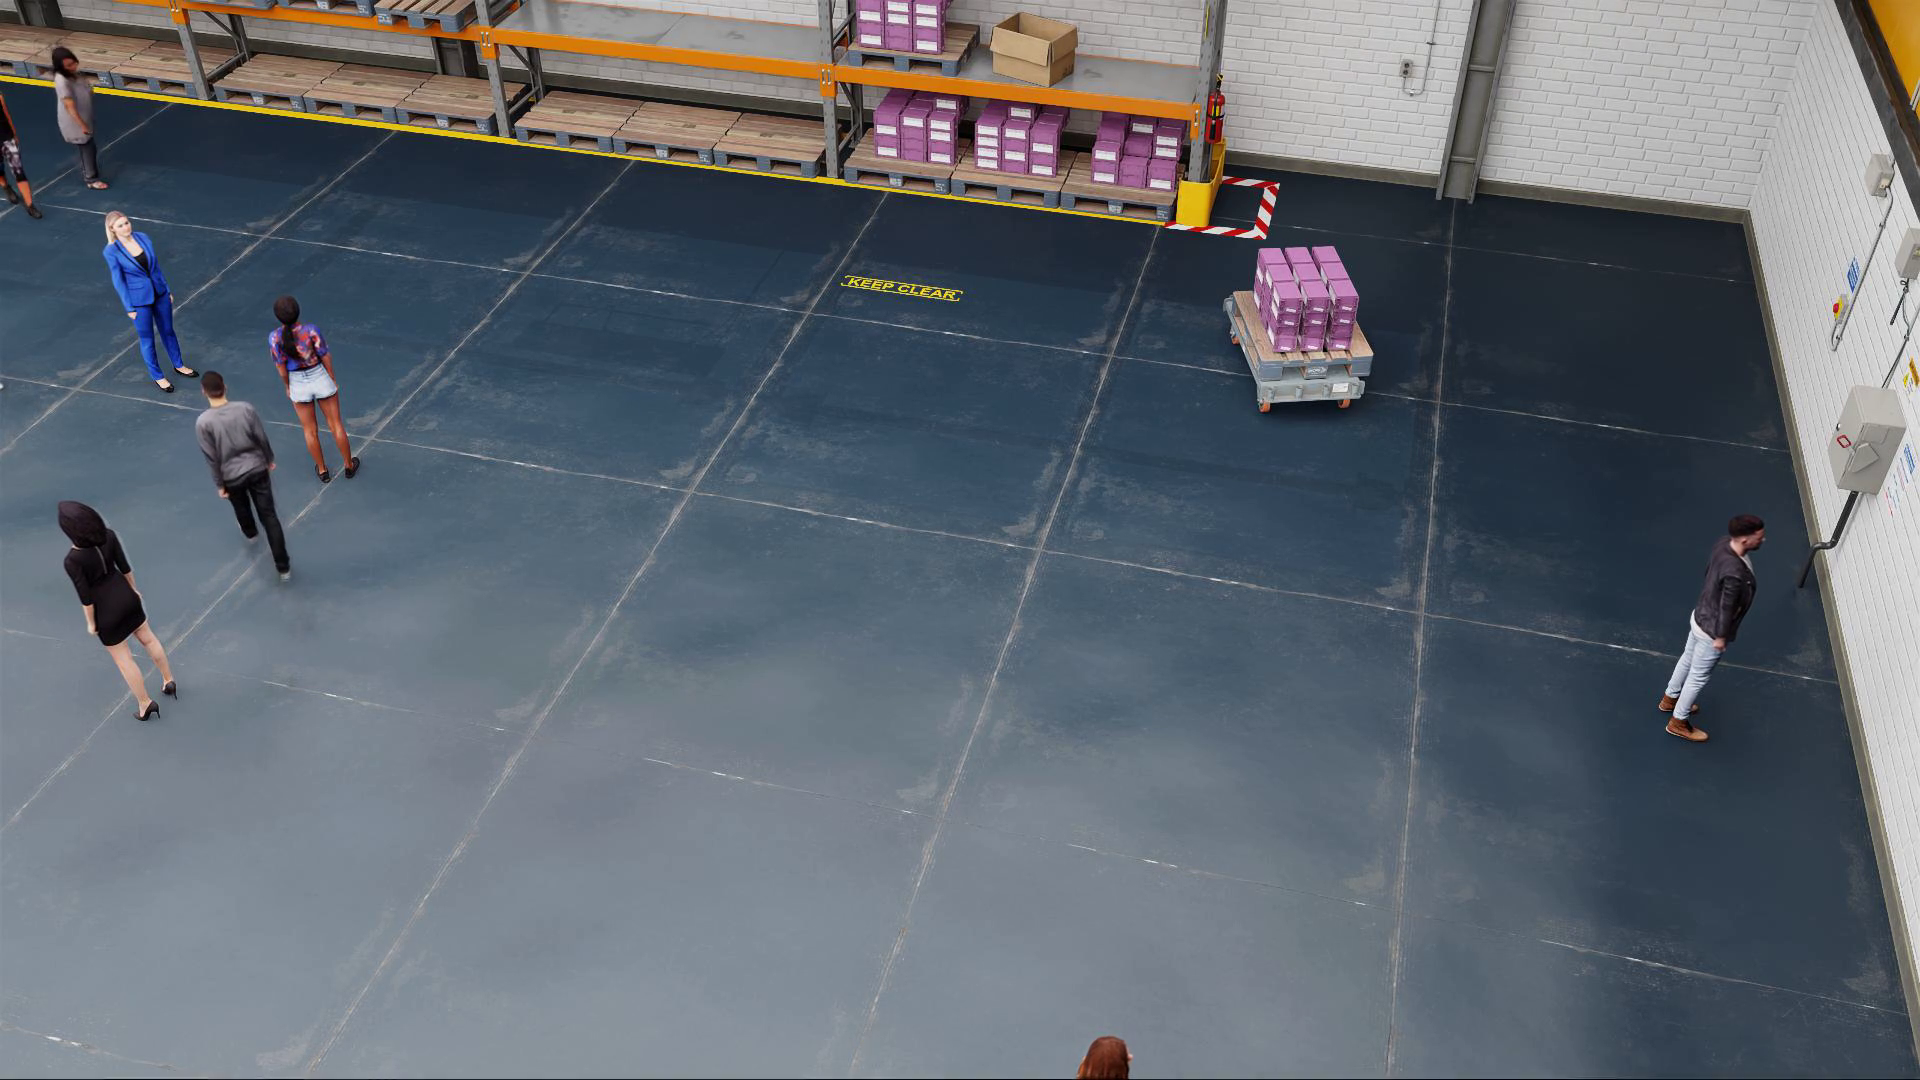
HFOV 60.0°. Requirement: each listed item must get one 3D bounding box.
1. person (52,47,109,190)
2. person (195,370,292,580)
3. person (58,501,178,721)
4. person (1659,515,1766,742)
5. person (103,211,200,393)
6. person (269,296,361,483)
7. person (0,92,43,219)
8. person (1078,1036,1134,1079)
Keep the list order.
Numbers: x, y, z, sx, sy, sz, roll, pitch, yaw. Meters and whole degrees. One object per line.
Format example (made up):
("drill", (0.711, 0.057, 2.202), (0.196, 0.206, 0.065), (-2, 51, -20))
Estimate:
("person", (-9.525, -4.557, 17.870), (0.935, 1.581, 0.921), (-22, 43, -25))
("person", (-5.407, -0.456, 12.627), (1.099, 1.715, 1.204), (-23, 44, -26))
("person", (-5.780, 0.486, 11.378), (0.532, 1.802, 0.624), (14, 41, 17))
("person", (5.088, 0.564, 11.253), (0.571, 1.836, 0.670), (6, 39, 8))
("person", (-7.223, -2.138, 14.745), (0.631, 1.701, 0.667), (19, 42, 22))
("person", (-5.301, -1.243, 13.591), (0.625, 1.742, 0.727), (-11, 40, -14))
("person", (-10.109, -4.203, 17.397), (0.986, 1.618, 1.181), (-30, 48, -32))
("person", (0.682, 3.015, 8.285), (0.672, 1.710, 0.646), (-11, 40, -14))
